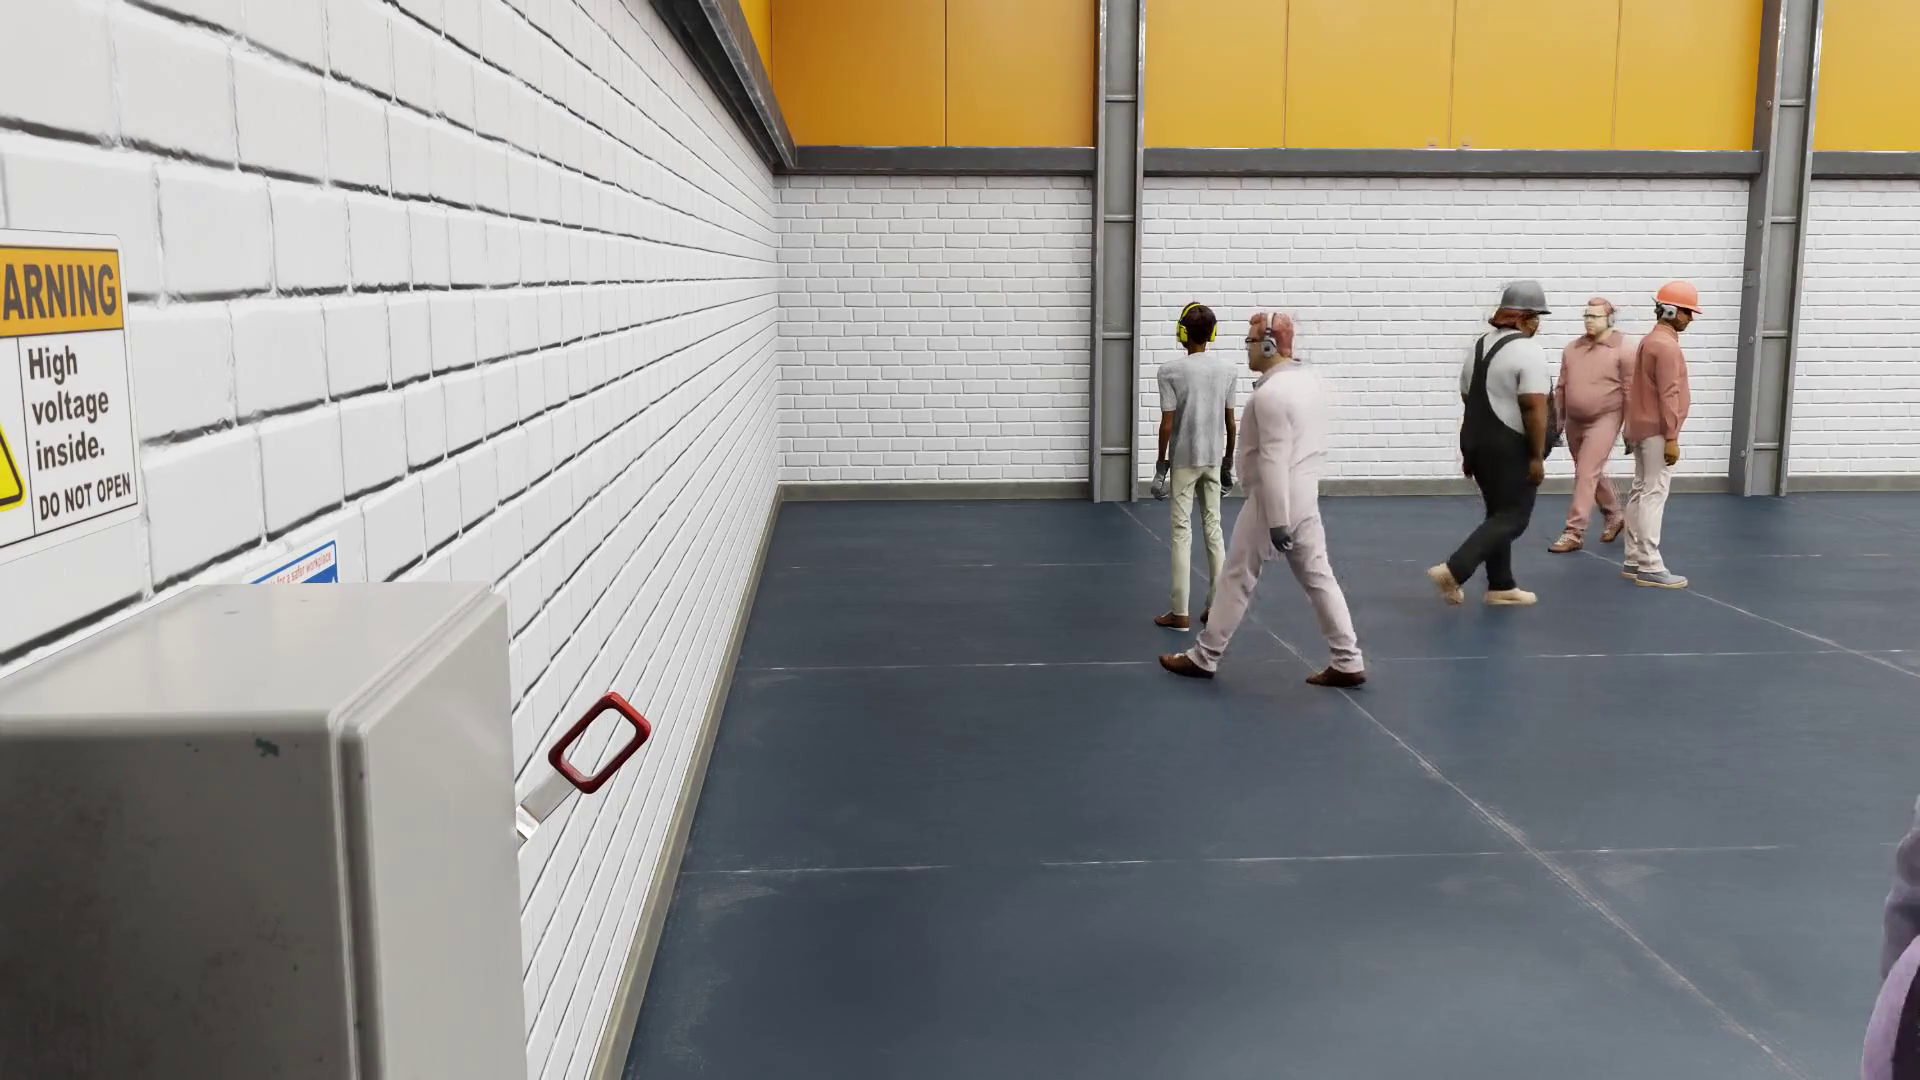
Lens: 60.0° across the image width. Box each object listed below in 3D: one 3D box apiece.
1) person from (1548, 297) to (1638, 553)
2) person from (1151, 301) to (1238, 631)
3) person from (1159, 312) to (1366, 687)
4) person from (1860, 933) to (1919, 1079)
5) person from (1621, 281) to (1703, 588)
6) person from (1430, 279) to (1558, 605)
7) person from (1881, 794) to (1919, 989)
[{"bbox_3d":[4.710,-0.864,12.314,0.965,1.869,0.647,-5,10,-30],"label":"person"},{"bbox_3d":[1.331,-0.415,9.483,0.514,1.876,0.328,-3,10,-19],"label":"person"},{"bbox_3d":[1.549,-0.192,8.182,1.023,1.850,0.646,6,11,32],"label":"person"},{"bbox_3d":[0.817,0.851,1.040,0.723,2.029,0.433,5,10,28],"label":"person"},{"bbox_3d":[4.585,-0.691,10.873,0.400,1.984,0.610,1,9,9],"label":"person"},{"bbox_3d":[3.202,-0.573,9.959,0.773,2.000,0.713,-2,9,-14],"label":"person"},{"bbox_3d":[1.492,0.778,2.130,0.443,1.829,0.653,-7,11,-37],"label":"person"}]
